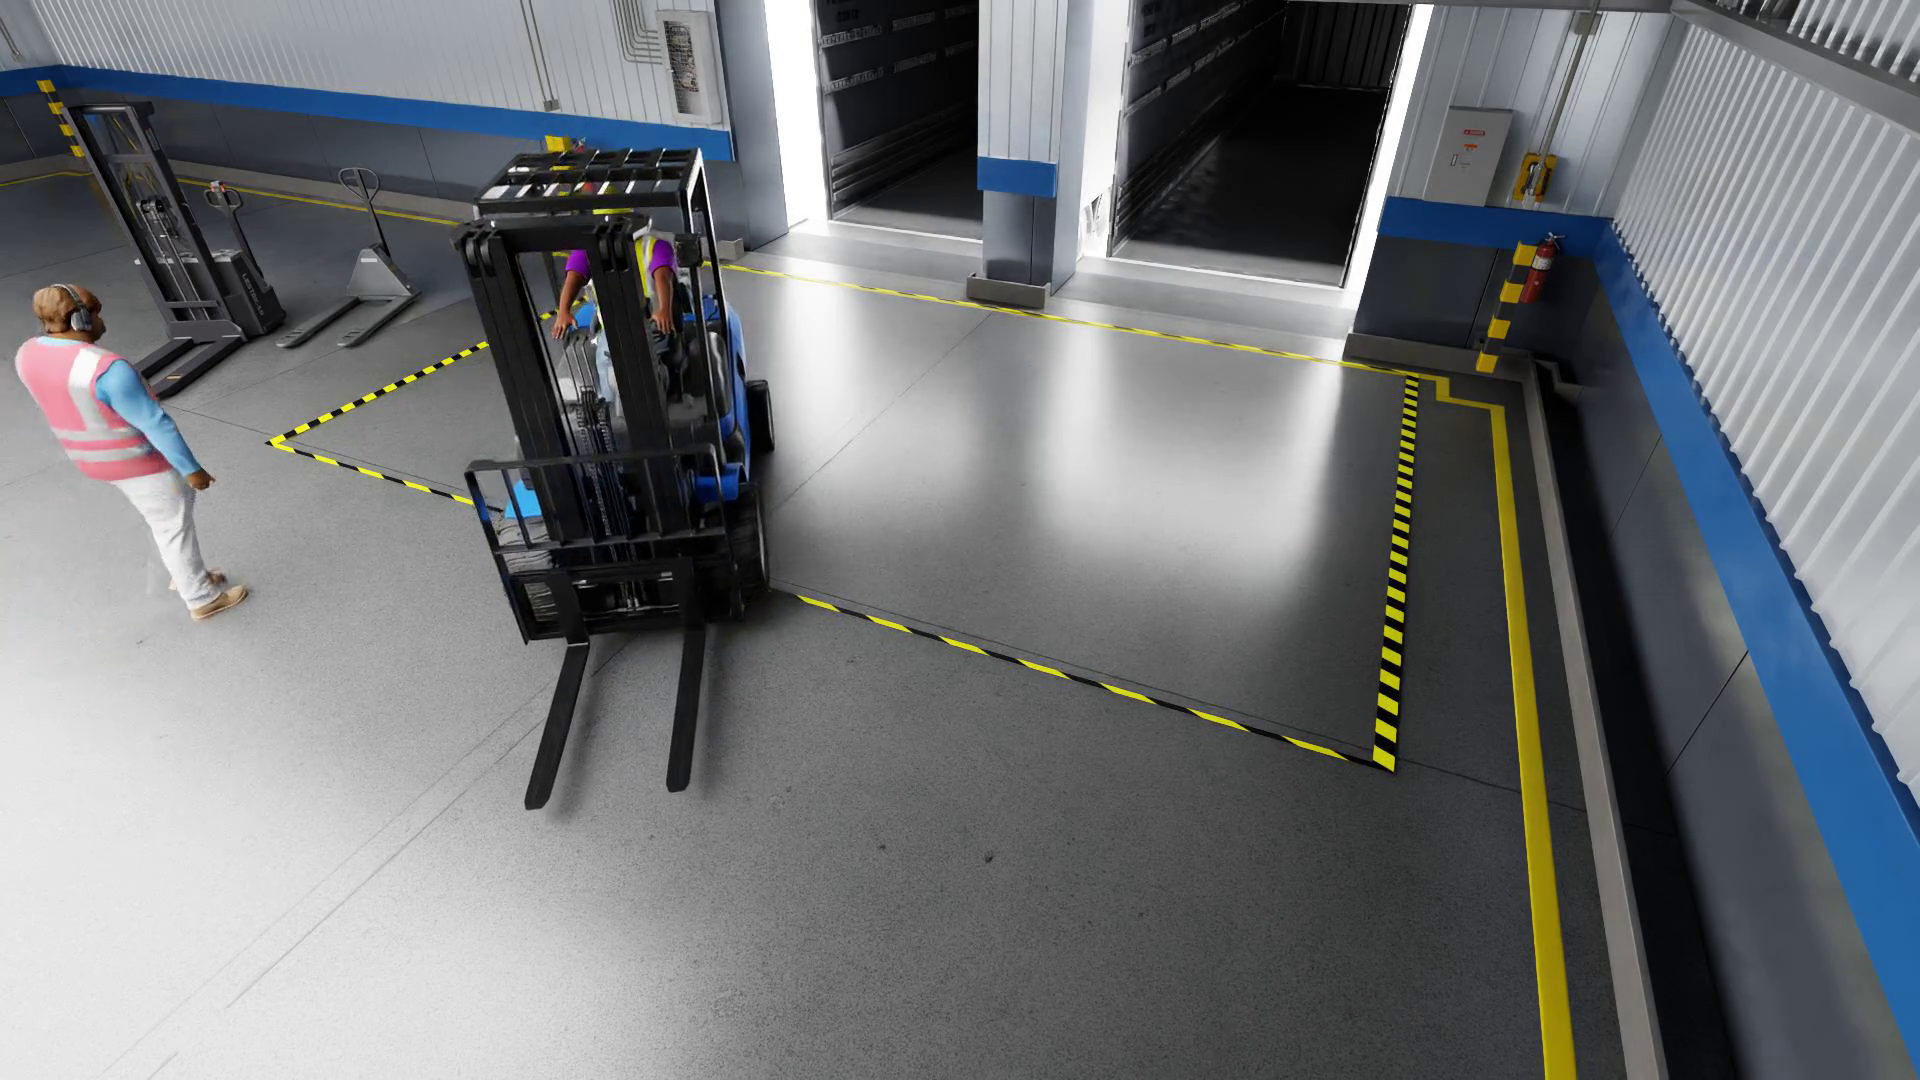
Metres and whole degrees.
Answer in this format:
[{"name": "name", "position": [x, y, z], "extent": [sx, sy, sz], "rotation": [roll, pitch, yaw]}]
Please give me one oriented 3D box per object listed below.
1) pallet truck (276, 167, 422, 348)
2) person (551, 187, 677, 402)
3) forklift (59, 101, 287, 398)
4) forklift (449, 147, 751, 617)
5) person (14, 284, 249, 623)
[{"name": "pallet truck", "position": [-5.732, -2.611, 8.414], "extent": [0.680, 1.201, 1.601], "rotation": [-1, 35, -1]}, {"name": "person", "position": [-1.886, -1.199, 5.097], "extent": [0.635, 1.293, 1.004], "rotation": [-5, 35, -7]}, {"name": "forklift", "position": [-6.686, -2.387, 7.434], "extent": [0.823, 1.965, 1.885], "rotation": [-3, 35, -5]}, {"name": "forklift", "position": [-1.888, -1.080, 5.254], "extent": [1.157, 2.036, 2.680], "rotation": [-5, 35, -7]}, {"name": "person", "position": [-4.278, -0.415, 4.771], "extent": [0.727, 1.813, 0.458], "rotation": [10, 36, 14]}]
